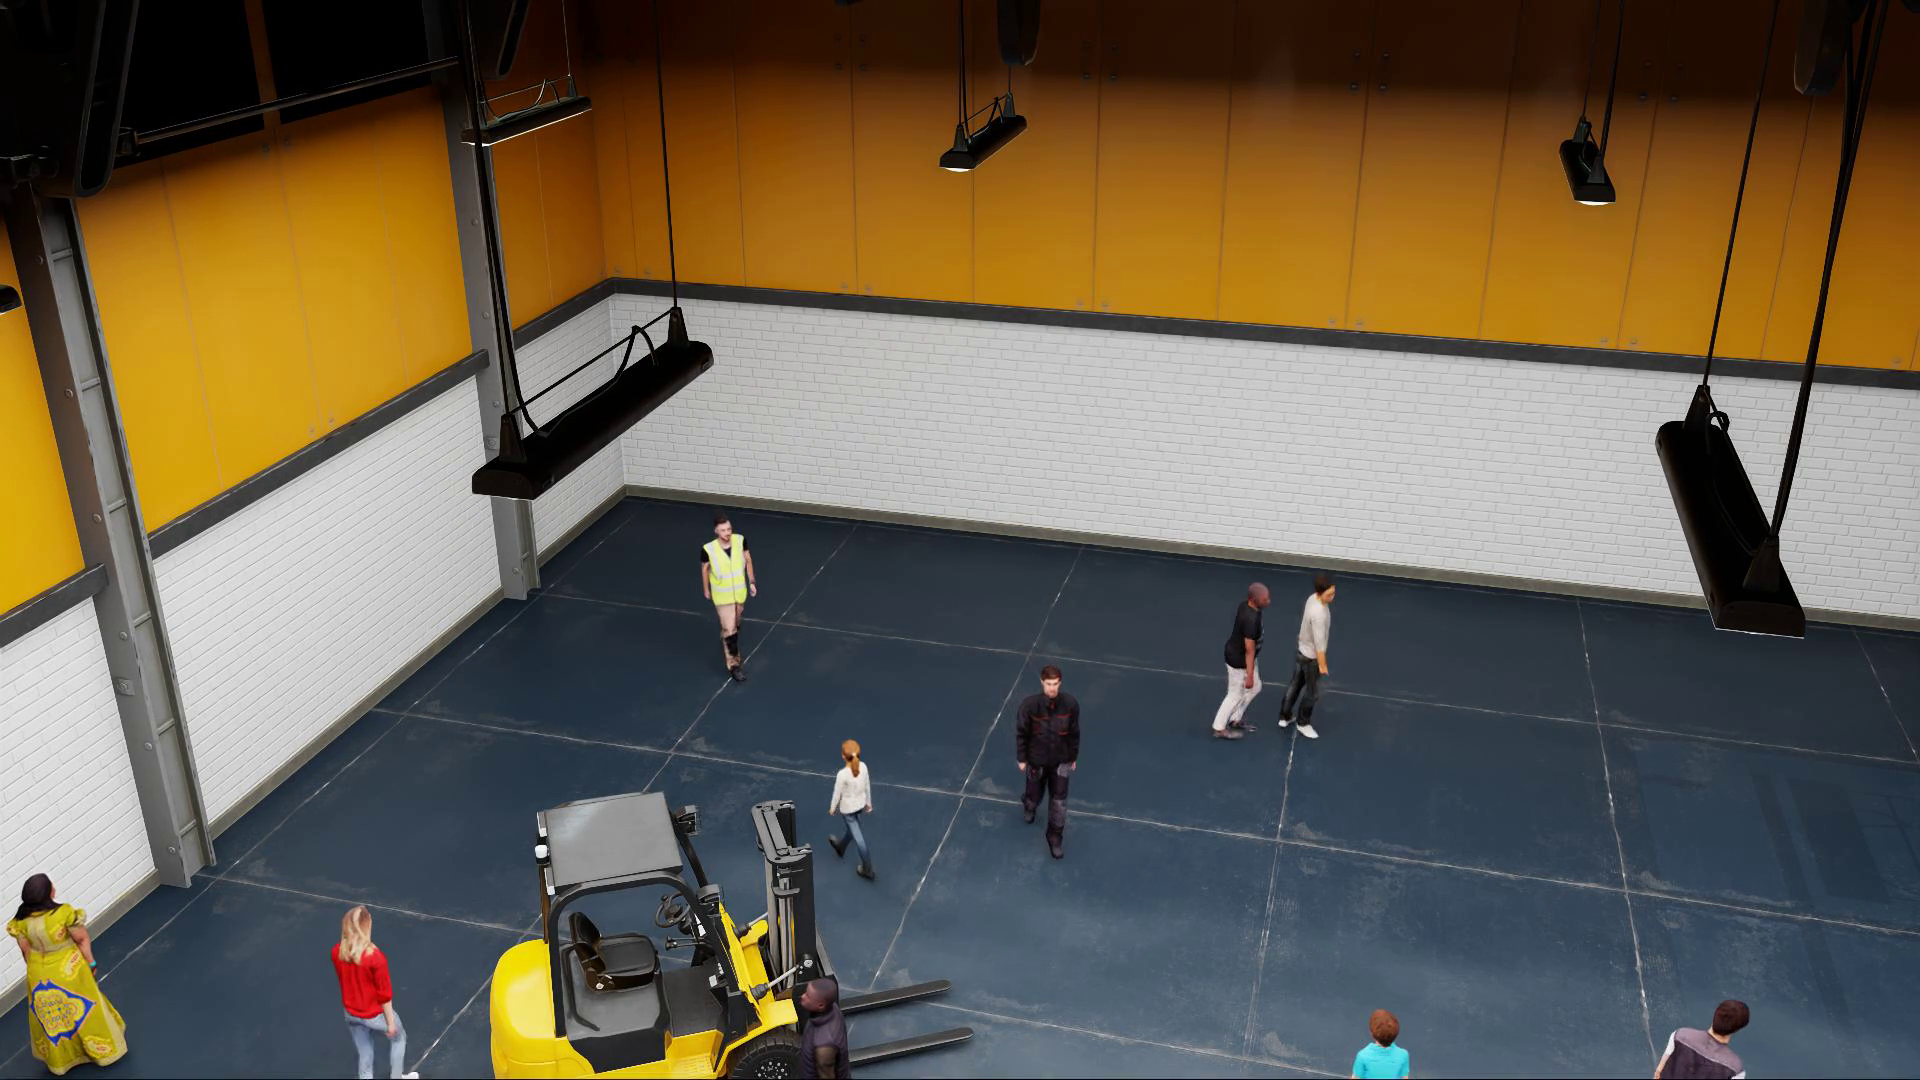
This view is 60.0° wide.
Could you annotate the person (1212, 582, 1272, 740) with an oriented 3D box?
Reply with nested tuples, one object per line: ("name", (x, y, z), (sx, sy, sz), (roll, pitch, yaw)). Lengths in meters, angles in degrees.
("person", (2.735, 1.205, 16.478), (0.743, 1.764, 0.659), (0, 24, 0))

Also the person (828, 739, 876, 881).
("person", (-0.884, 2.364, 14.418), (0.875, 1.290, 0.850), (-19, 30, -36))

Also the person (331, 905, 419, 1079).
("person", (-4.184, 3.363, 11.634), (0.623, 1.690, 0.686), (6, 24, 13))

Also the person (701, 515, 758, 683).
("person", (-2.501, 0.549, 17.926), (1.214, 1.807, 1.244), (-15, 28, -30))

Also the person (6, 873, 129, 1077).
("person", (-6.569, 3.155, 12.148), (0.980, 1.660, 0.962), (-4, 24, -8))

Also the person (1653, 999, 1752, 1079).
("person", (4.599, 3.733, 10.639), (0.971, 1.810, 1.131), (15, 28, 31))

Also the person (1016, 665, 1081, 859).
("person", (0.779, 1.908, 14.794), (0.931, 1.824, 1.070), (-3, 24, -7))

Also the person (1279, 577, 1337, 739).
("person", (3.481, 1.131, 16.632), (0.837, 1.776, 0.656), (-4, 24, -9))

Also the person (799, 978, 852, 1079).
("person", (-0.876, 3.613, 10.881), (0.827, 1.835, 0.648), (-2, 24, -5))

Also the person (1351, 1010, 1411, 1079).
("person", (2.791, 3.773, 11.007), (0.598, 1.441, 0.607), (-1, 24, -2))
